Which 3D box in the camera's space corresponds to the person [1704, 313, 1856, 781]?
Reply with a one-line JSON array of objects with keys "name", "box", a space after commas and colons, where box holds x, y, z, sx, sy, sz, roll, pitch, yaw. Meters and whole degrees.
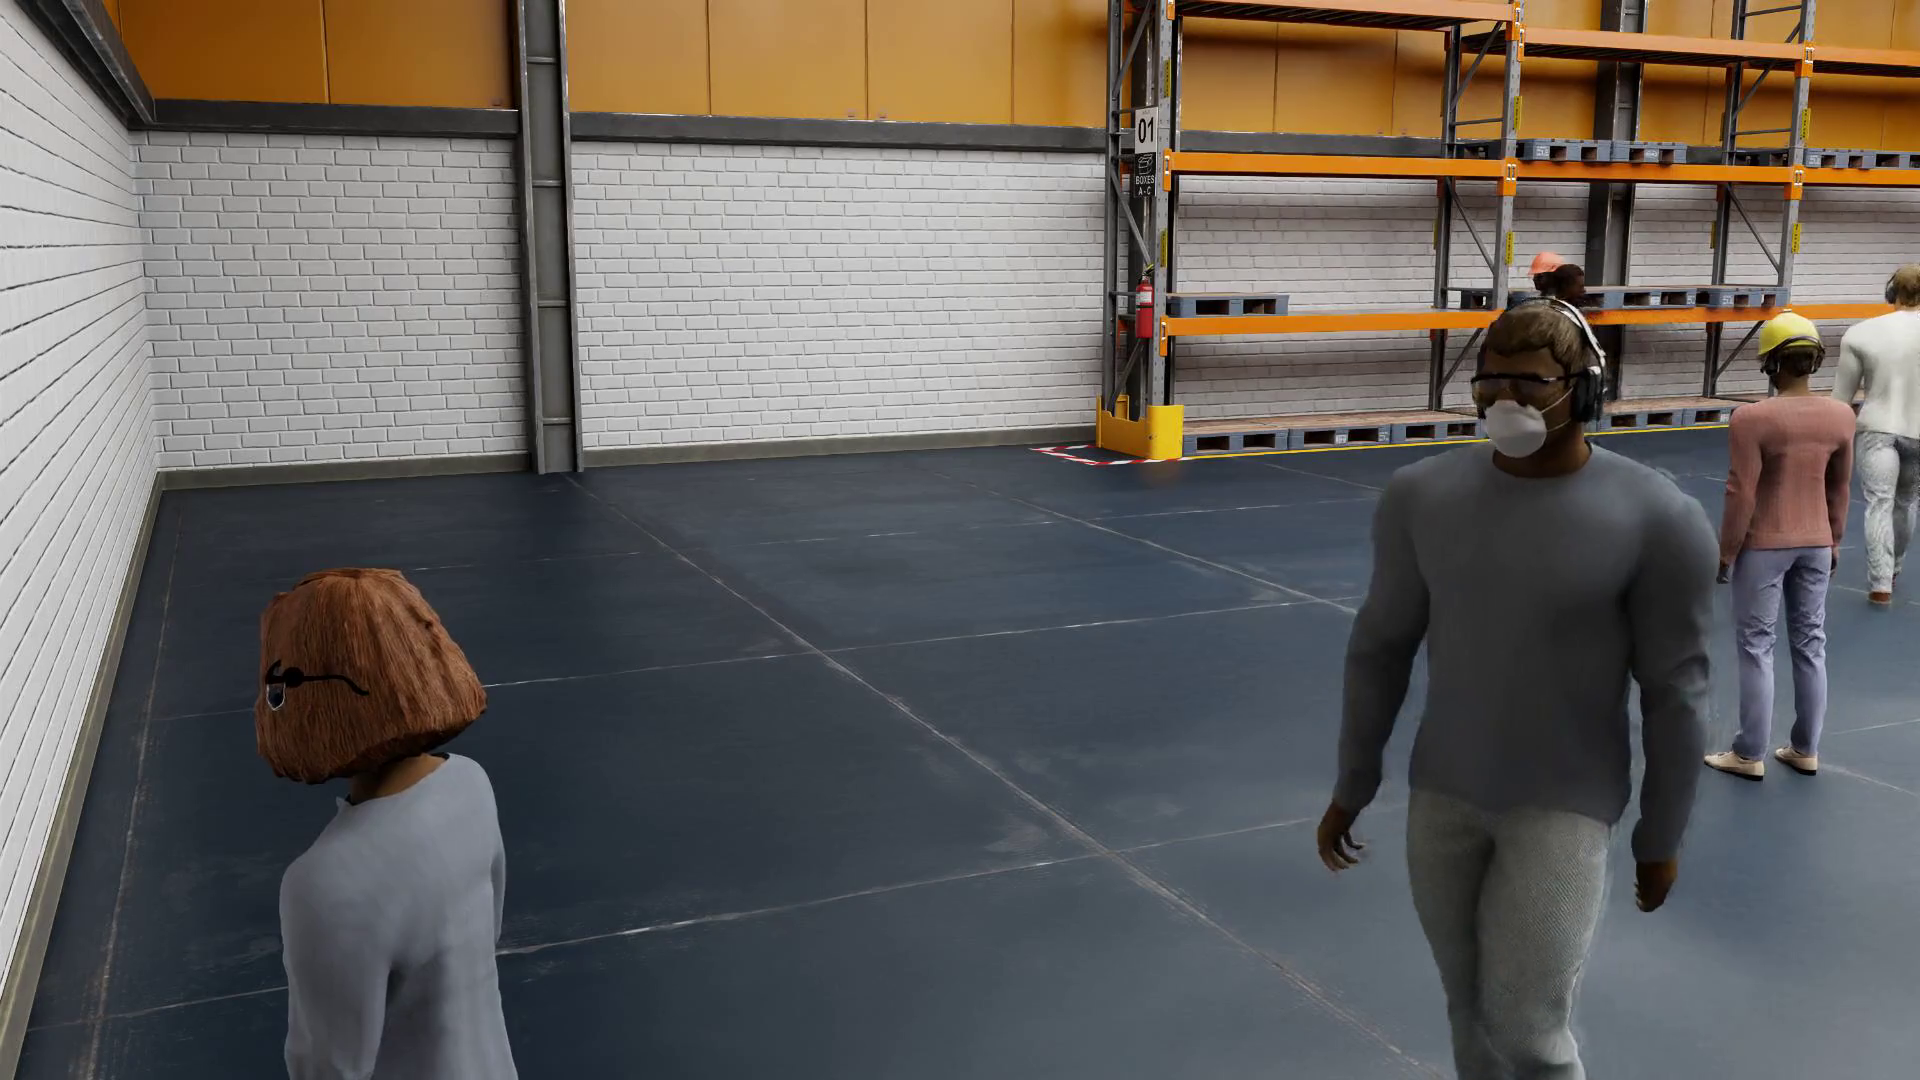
[{"name": "person", "box": [3.083, 0.030, 6.286, 0.533, 1.757, 0.332, -2, 10, -12]}]

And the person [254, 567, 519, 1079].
[{"name": "person", "box": [-0.710, 0.837, 2.160, 0.281, 1.624, 0.494, 1, 10, 3]}]

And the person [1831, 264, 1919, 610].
[{"name": "person", "box": [5.267, -0.597, 9.400, 0.658, 1.885, 1.000, 4, 11, 22]}]

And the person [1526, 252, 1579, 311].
[{"name": "person", "box": [4.875, -1.433, 13.929, 0.366, 1.935, 0.552, -5, 11, -25]}]

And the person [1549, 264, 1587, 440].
[{"name": "person", "box": [4.289, -1.054, 12.020, 0.992, 1.874, 0.608, 4, 11, 19]}]

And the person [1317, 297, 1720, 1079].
[{"name": "person", "box": [1.009, 0.516, 3.124, 0.518, 1.921, 0.637, -10, 14, -43]}]
